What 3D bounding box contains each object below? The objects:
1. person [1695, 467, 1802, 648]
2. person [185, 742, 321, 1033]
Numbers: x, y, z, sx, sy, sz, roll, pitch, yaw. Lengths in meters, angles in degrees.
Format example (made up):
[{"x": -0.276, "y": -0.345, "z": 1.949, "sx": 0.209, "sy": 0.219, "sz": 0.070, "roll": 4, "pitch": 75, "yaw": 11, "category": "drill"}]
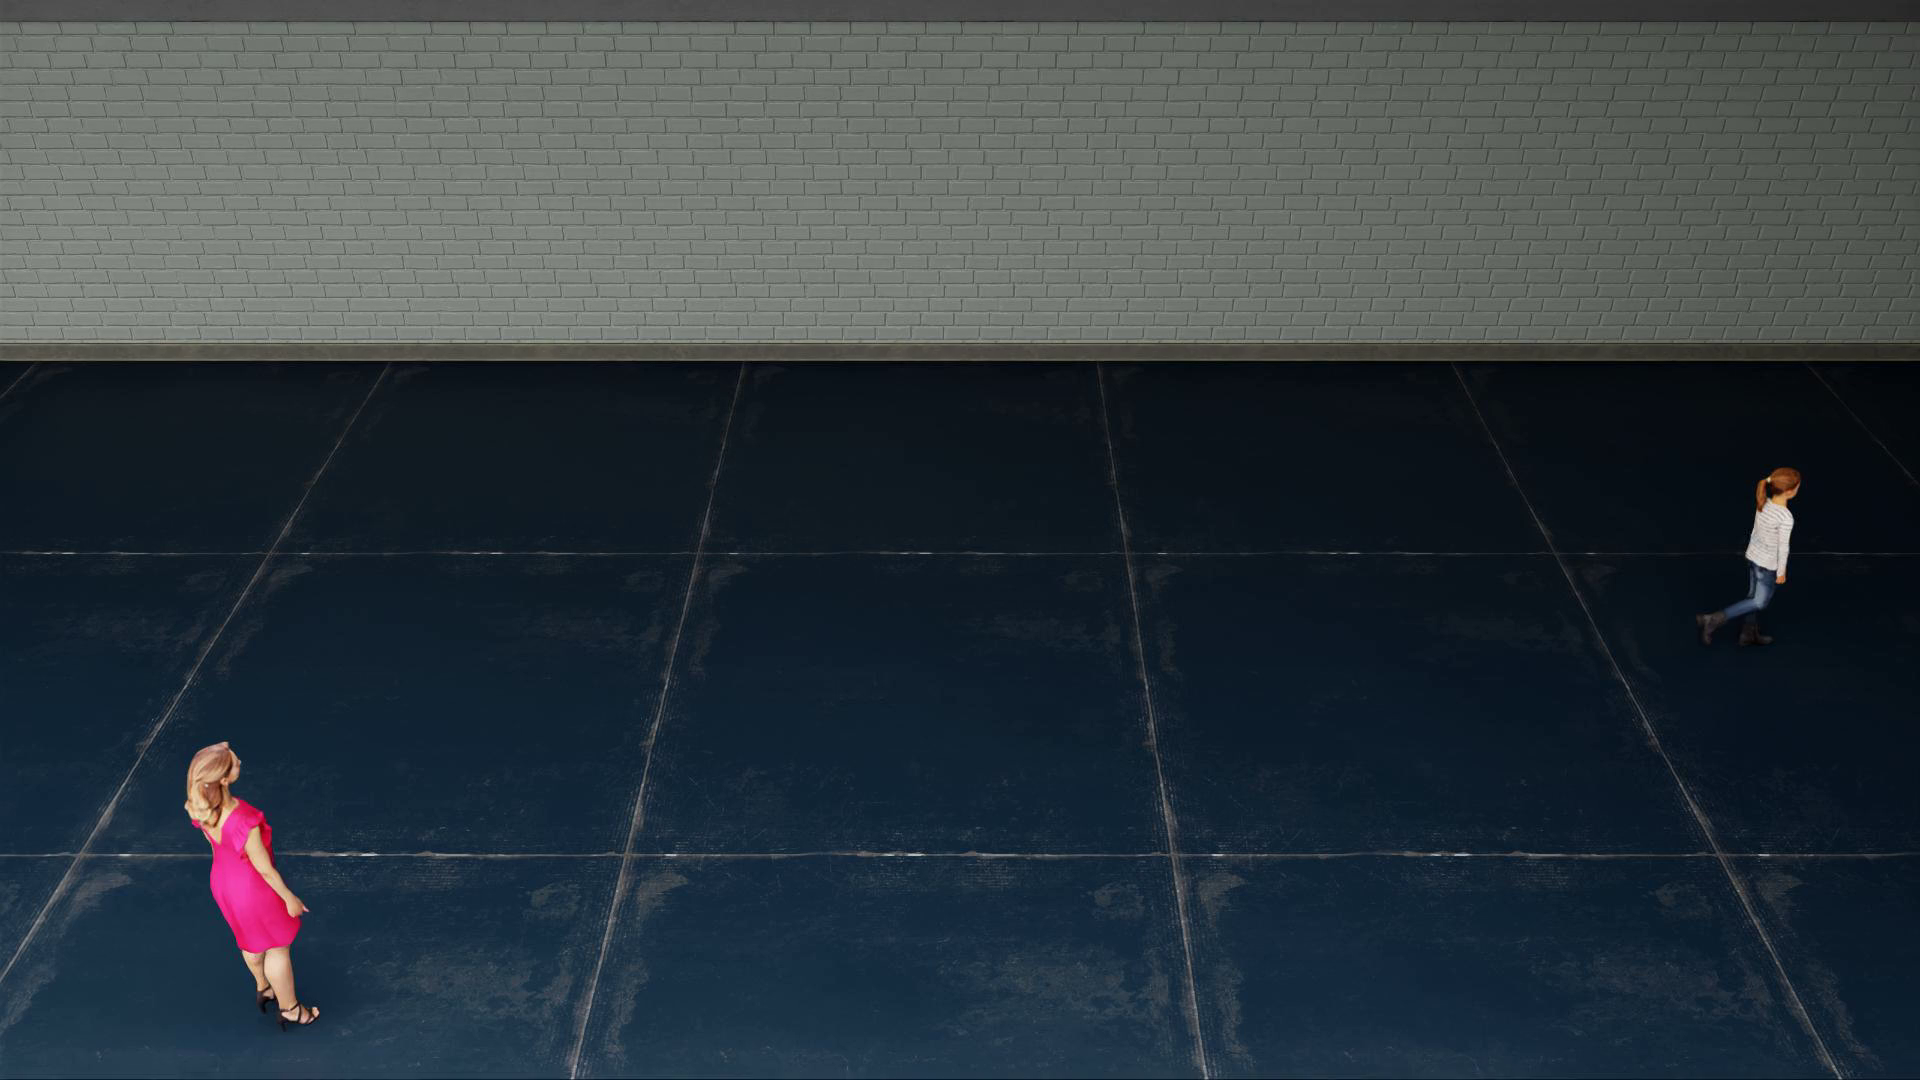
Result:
[{"x": 4.949, "y": 0.148, "z": 10.351, "sx": 0.559, "sy": 1.305, "sz": 0.734, "roll": -2, "pitch": 33, "yaw": -4, "category": "person"}, {"x": -3.310, "y": 1.637, "z": 7.679, "sx": 0.697, "sy": 1.723, "sz": 0.728, "roll": 21, "pitch": 38, "yaw": 29, "category": "person"}]
